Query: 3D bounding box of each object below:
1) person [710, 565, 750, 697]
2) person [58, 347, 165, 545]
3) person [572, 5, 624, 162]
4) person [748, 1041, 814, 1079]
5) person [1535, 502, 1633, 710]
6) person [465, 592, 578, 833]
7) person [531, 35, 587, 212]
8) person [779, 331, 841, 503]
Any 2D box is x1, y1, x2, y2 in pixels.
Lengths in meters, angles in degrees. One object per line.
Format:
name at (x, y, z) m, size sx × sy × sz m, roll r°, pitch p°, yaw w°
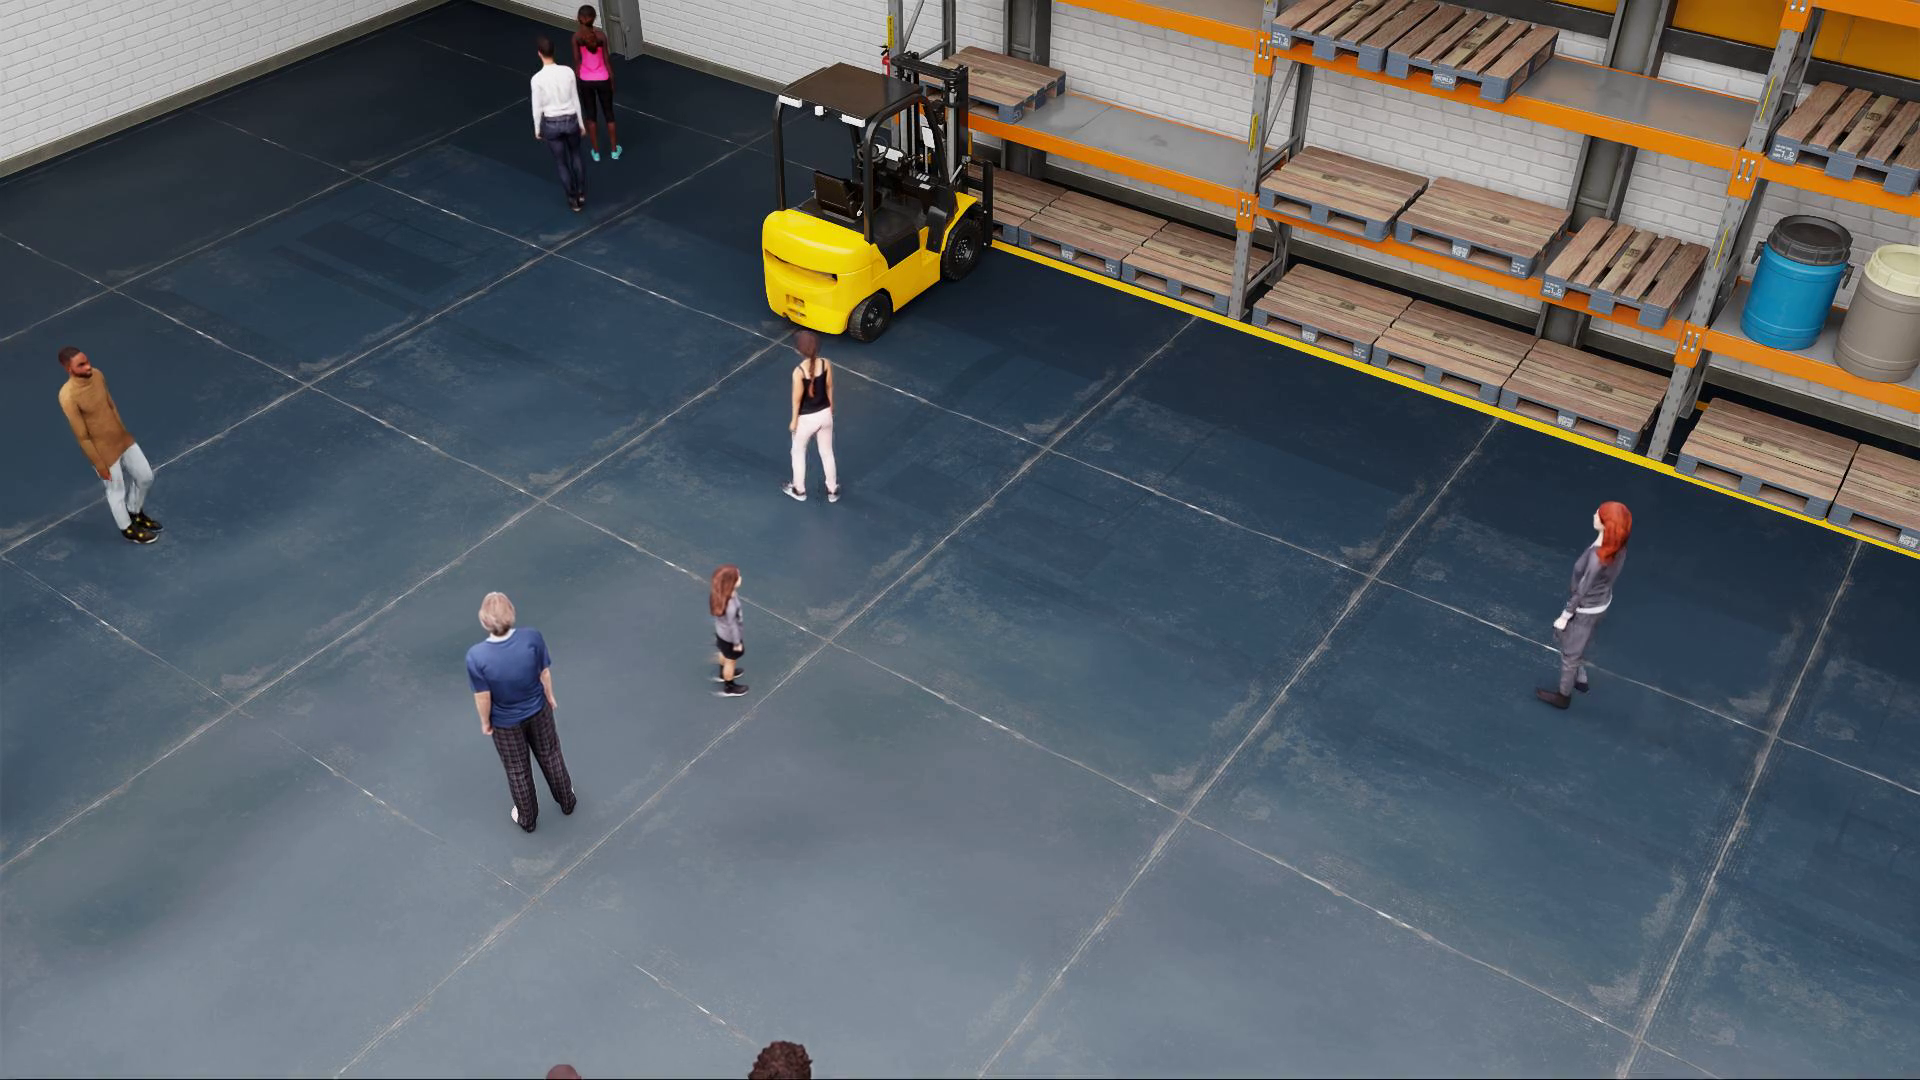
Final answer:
person at (-1.619, 0.611, 11.615) m, size 0.605 × 1.103 × 0.528 m, roll -11°, pitch 40°, yaw -13°
person at (-6.608, -0.720, 12.720) m, size 0.755 × 1.804 × 0.764 m, roll 6°, pitch 39°, yaw 8°
person at (-3.974, -4.978, 18.116) m, size 0.655 × 1.724 × 0.723 m, roll -6°, pitch 39°, yaw -7°
person at (-0.795, 3.033, 8.015) m, size 0.720 × 1.811 × 0.818 m, roll -1°, pitch 39°, yaw -1°
person at (4.297, 0.502, 11.216) m, size 0.538 × 1.771 × 0.568 m, roll 24°, pitch 45°, yaw 27°
person at (-2.760, 1.073, 10.421) m, size 0.732 × 1.871 × 0.687 m, roll -21°, pitch 43°, yaw -24°
person at (-4.068, -4.229, 17.067) m, size 0.785 × 1.862 × 0.818 m, roll -18°, pitch 42°, yaw -21°
person at (-1.149, -0.962, 13.223) m, size 0.711 × 1.555 × 0.742 m, roll -18°, pitch 42°, yaw -21°
